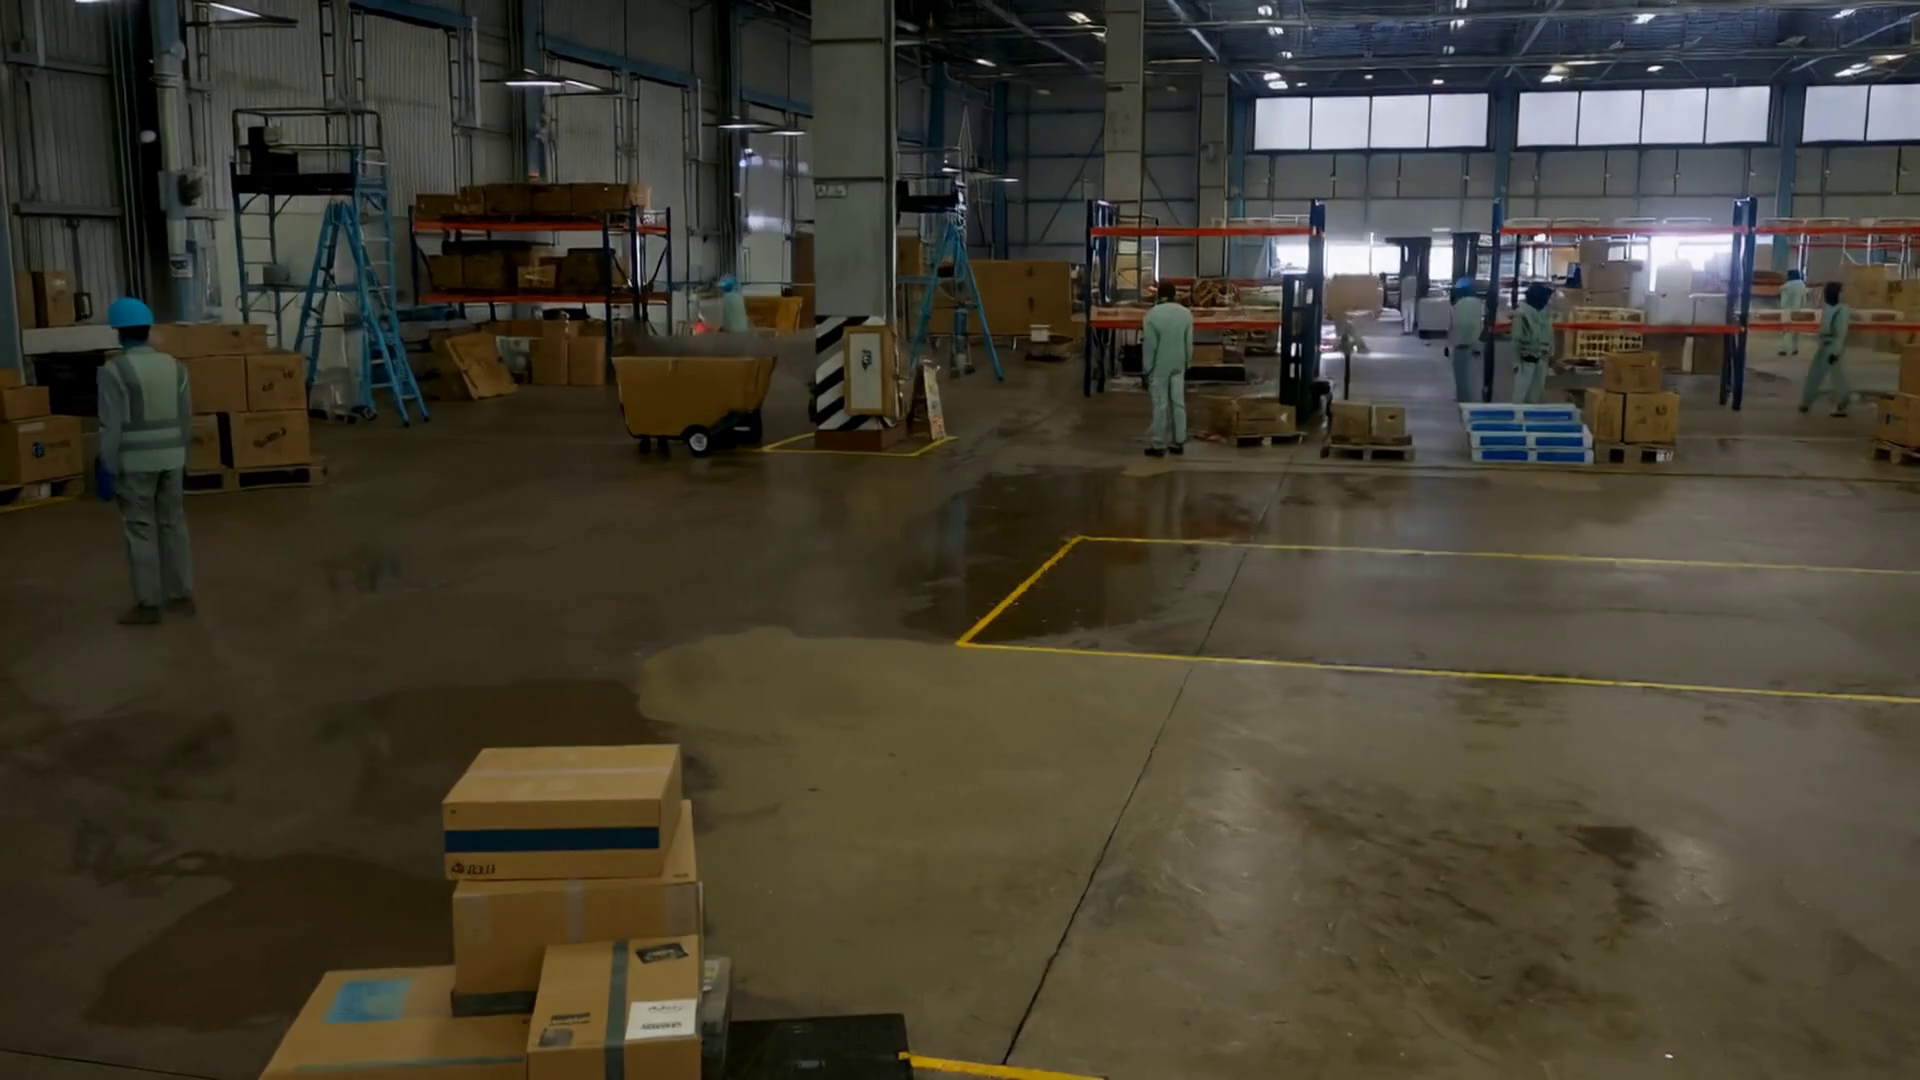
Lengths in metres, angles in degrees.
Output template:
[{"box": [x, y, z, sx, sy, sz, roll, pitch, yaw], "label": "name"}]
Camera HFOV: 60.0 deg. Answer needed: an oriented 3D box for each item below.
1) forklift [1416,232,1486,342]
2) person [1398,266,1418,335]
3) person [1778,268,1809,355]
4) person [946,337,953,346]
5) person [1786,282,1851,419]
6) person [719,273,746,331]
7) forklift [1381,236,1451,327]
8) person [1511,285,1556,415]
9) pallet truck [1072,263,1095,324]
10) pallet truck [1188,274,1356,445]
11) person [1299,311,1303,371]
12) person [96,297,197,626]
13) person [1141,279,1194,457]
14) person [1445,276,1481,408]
[{"box": [12.823, -6.543, 42.926, 1.873, 2.768, 1.129, 2, 10, 14], "label": "forklift"}, {"box": [12.609, -6.737, 46.861, 0.627, 1.934, 0.371, -7, 12, -35], "label": "person"}, {"box": [18.593, -5.092, 37.155, 0.627, 1.940, 0.372, -1, 10, -8], "label": "person"}, {"box": [0.003, -5.634, 41.178, 0.885, 1.641, 0.544, -5, 11, -28], "label": "person"}, {"box": [11.605, -2.529, 22.330, 0.895, 1.840, 0.603, -1, 10, -7], "label": "person"}, {"box": [-3.919, -3.750, 29.364, 0.643, 1.905, 0.618, 4, 10, 23], "label": "person"}, {"box": [14.340, -8.090, 52.038, 1.873, 2.768, 1.129, -2, 10, -12], "label": "forklift"}, {"box": [7.100, -2.222, 20.549, 0.634, 1.839, 0.429, -4, 11, -24], "label": "person"}, {"box": [4.325, -8.180, 55.162, 0.823, 1.965, 1.885, 6, 11, 31], "label": "pallet truck"}, {"box": [3.653, -2.138, 19.590, 1.885, 1.965, 0.823, -4, 10, -20], "label": "pallet truck"}, {"box": [6.715, -4.096, 31.883, 0.484, 1.739, 0.319, -8, 13, -40], "label": "person"}, {"box": [-4.840, -0.464, 9.883, 0.405, 1.946, 0.610, 4, 10, 22], "label": "person"}, {"box": [2.259, -1.877, 18.228, 0.632, 1.940, 0.372, -5, 11, -29], "label": "person"}, {"box": [7.287, -2.861, 24.128, 0.733, 1.895, 0.564, -9, 13, -43], "label": "person"}]
